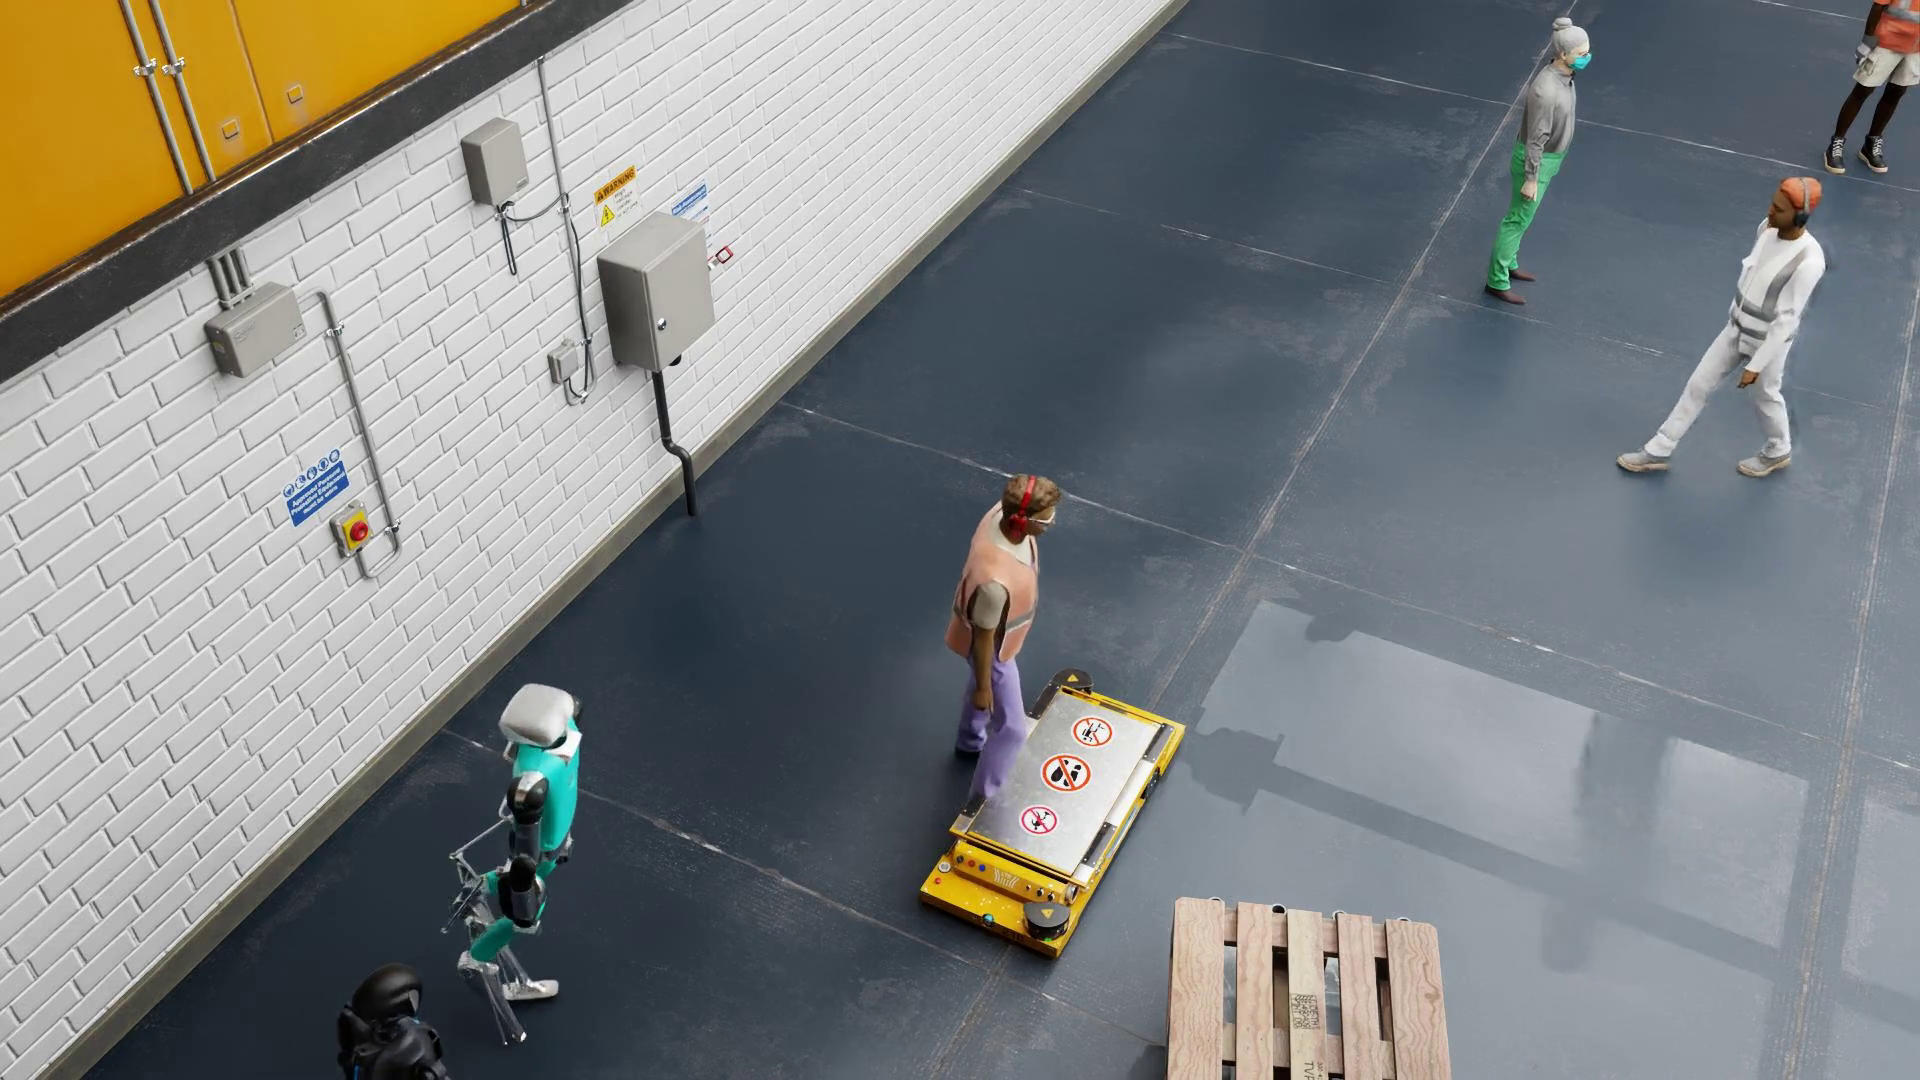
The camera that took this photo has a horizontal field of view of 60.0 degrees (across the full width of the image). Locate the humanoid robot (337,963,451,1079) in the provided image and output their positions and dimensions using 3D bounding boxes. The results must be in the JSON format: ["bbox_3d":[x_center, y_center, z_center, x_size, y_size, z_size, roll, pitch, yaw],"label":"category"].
[{"bbox_3d":[-1.807,1.976,5.501,0.604,1.620,0.777,24,46,25],"label":"humanoid robot"}]

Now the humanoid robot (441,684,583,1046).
[{"bbox_3d":[-1.735,1.236,6.313,0.785,1.800,0.560,4,41,5],"label":"humanoid robot"}]

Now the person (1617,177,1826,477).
[{"bbox_3d":[4.273,-1.093,8.909,0.971,1.841,0.587,-6,41,-7],"label":"person"}]

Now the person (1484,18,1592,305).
[{"bbox_3d":[3.614,-2.367,10.379,0.327,1.839,0.526,19,44,21],"label":"person"}]

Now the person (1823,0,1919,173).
[{"bbox_3d":[6.577,-3.492,11.589,0.611,1.962,0.363,-1,41,-2],"label":"person"}]

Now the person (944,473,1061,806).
[{"bbox_3d":[0.170,0.431,7.156,0.460,1.818,0.586,4,41,5],"label":"person"}]

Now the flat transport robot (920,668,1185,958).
[{"bbox_3d":[0.447,1.178,7.472,0.659,0.231,1.431,19,44,21],"label":"flat transport robot"}]
